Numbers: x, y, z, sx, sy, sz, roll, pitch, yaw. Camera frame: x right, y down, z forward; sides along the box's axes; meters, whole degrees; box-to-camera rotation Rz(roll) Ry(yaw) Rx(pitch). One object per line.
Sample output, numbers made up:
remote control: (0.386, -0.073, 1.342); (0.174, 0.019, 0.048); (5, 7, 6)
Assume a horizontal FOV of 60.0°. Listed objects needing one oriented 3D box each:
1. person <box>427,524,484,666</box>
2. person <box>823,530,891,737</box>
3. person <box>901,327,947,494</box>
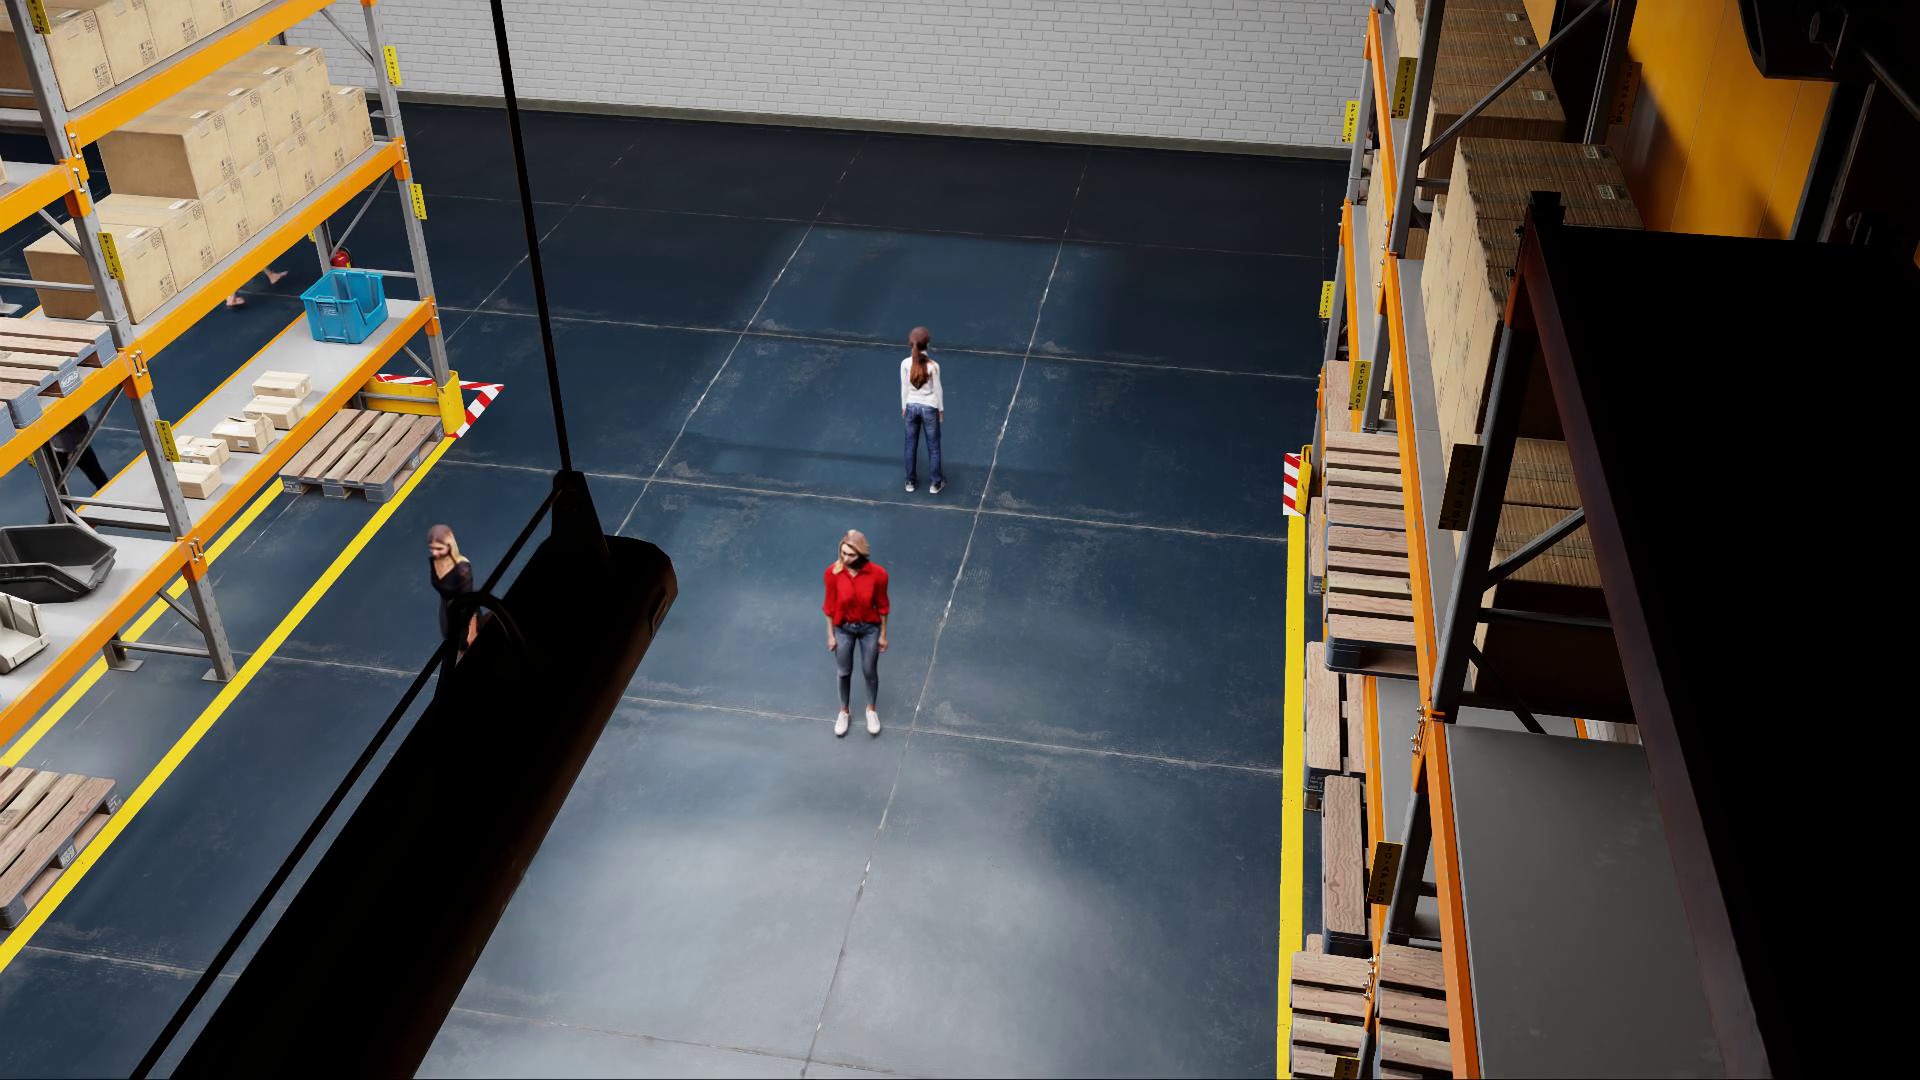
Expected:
person: (-3.484, 0.548, 11.860); (0.794, 1.654, 1.006); (19, 38, 26)
person: (-0.720, 0.633, 11.685); (0.651, 1.707, 0.571); (-1, 34, -1)
person: (-0.340, -1.129, 14.472); (0.530, 1.557, 0.489); (6, 34, 9)
